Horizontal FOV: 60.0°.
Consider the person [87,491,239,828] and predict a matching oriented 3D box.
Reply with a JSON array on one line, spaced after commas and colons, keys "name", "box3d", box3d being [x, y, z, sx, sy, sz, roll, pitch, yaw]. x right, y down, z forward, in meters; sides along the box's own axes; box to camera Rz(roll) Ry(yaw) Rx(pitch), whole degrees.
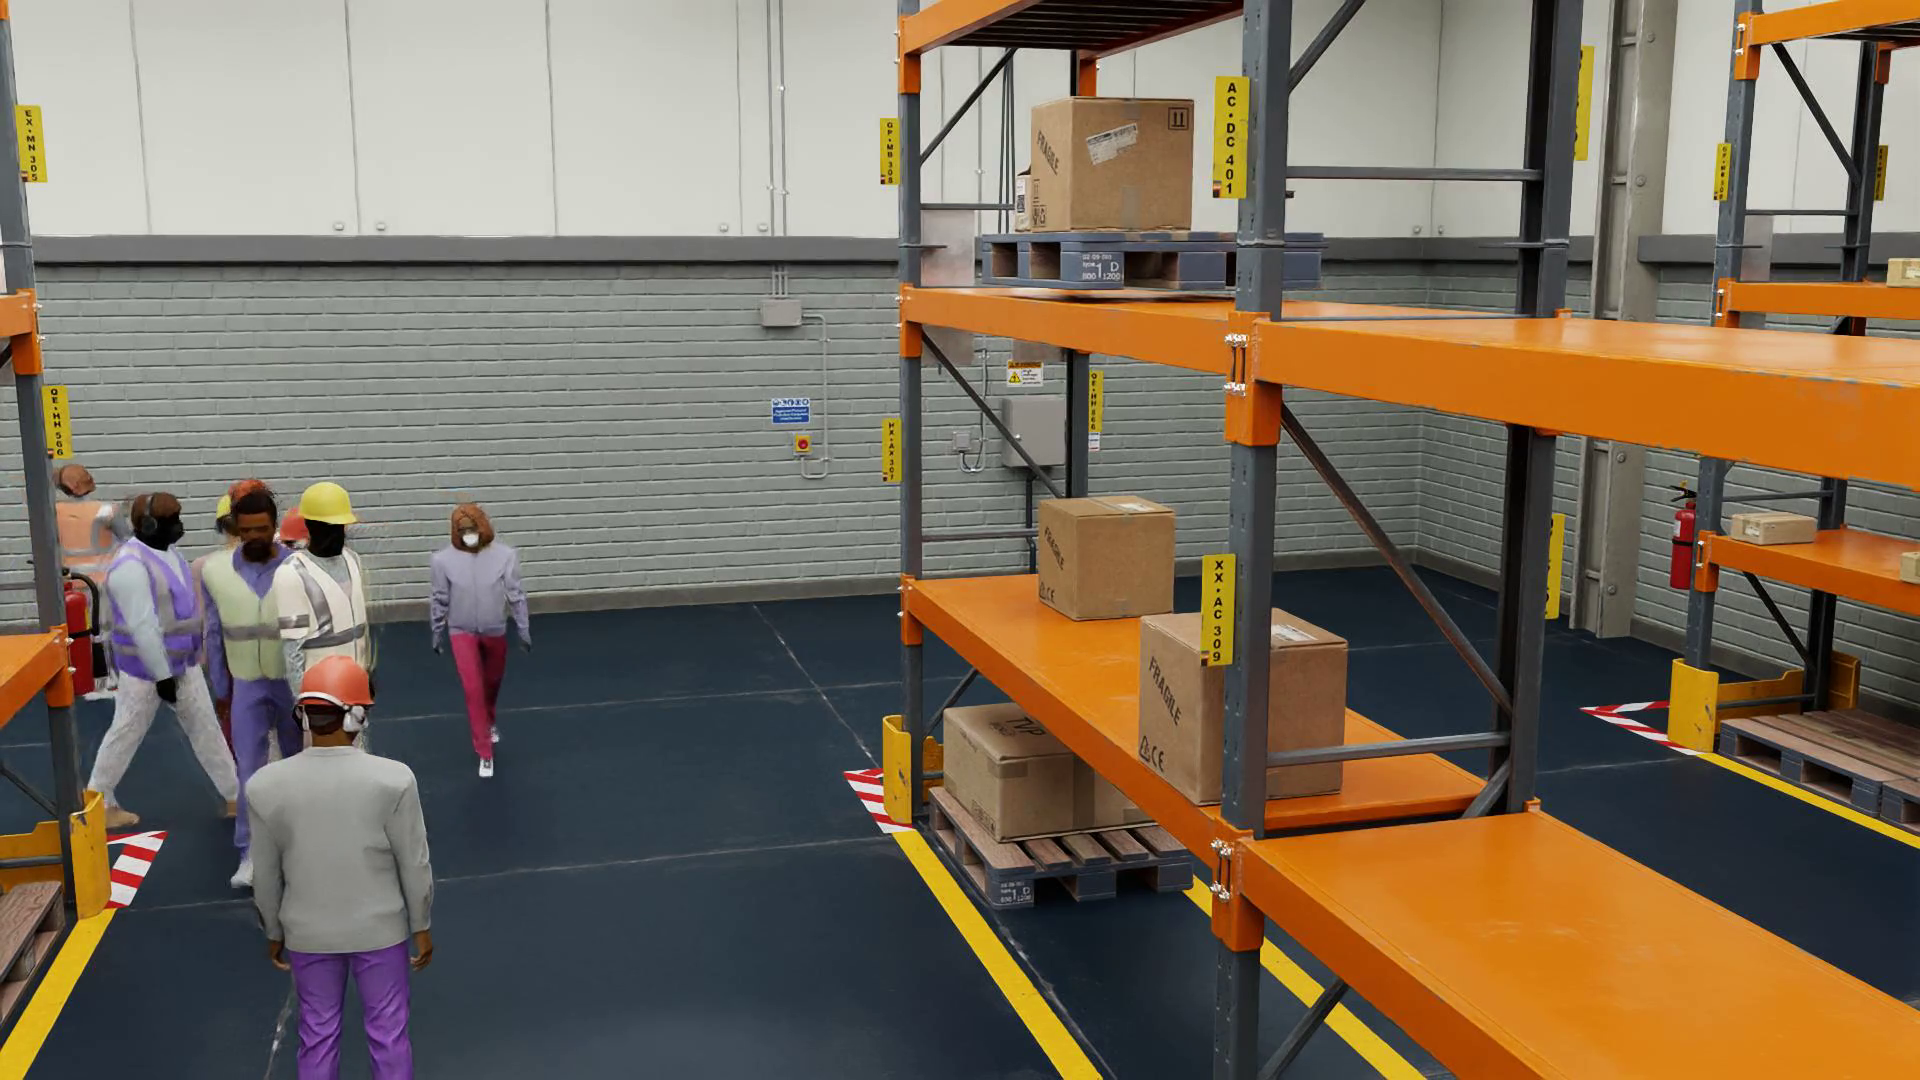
[{"name": "person", "box3d": [-4.185, 0.635, 8.699, 1.003, 1.786, 0.637, 0, 10, -1]}]

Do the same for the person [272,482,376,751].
[{"name": "person", "box3d": [-3.044, 0.671, 8.074, 0.367, 1.924, 0.594, 2, 10, 12]}]

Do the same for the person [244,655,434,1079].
[{"name": "person", "box3d": [-1.979, 1.233, 5.392, 0.562, 1.742, 0.338, -1, 10, -3]}]

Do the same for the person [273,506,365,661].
[{"name": "person", "box3d": [-3.387, 0.684, 8.558, 0.777, 1.718, 0.597, 1, 10, 4]}]

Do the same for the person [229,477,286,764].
[{"name": "person", "box3d": [-3.536, 0.606, 8.592, 0.379, 1.874, 0.599, 0, 10, 2]}]

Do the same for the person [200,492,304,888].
[{"name": "person", "box3d": [-3.320, 0.707, 8.012, 0.610, 1.869, 0.969, -3, 10, -14]}]

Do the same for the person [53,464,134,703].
[{"name": "person", "box3d": [-5.799, 0.278, 11.234, 0.587, 1.609, 0.529, 1, 10, 3]}]

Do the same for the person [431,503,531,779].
[{"name": "person", "box3d": [-2.840, 0.532, 9.839, 0.538, 1.586, 0.846, -4, 11, -22]}]
